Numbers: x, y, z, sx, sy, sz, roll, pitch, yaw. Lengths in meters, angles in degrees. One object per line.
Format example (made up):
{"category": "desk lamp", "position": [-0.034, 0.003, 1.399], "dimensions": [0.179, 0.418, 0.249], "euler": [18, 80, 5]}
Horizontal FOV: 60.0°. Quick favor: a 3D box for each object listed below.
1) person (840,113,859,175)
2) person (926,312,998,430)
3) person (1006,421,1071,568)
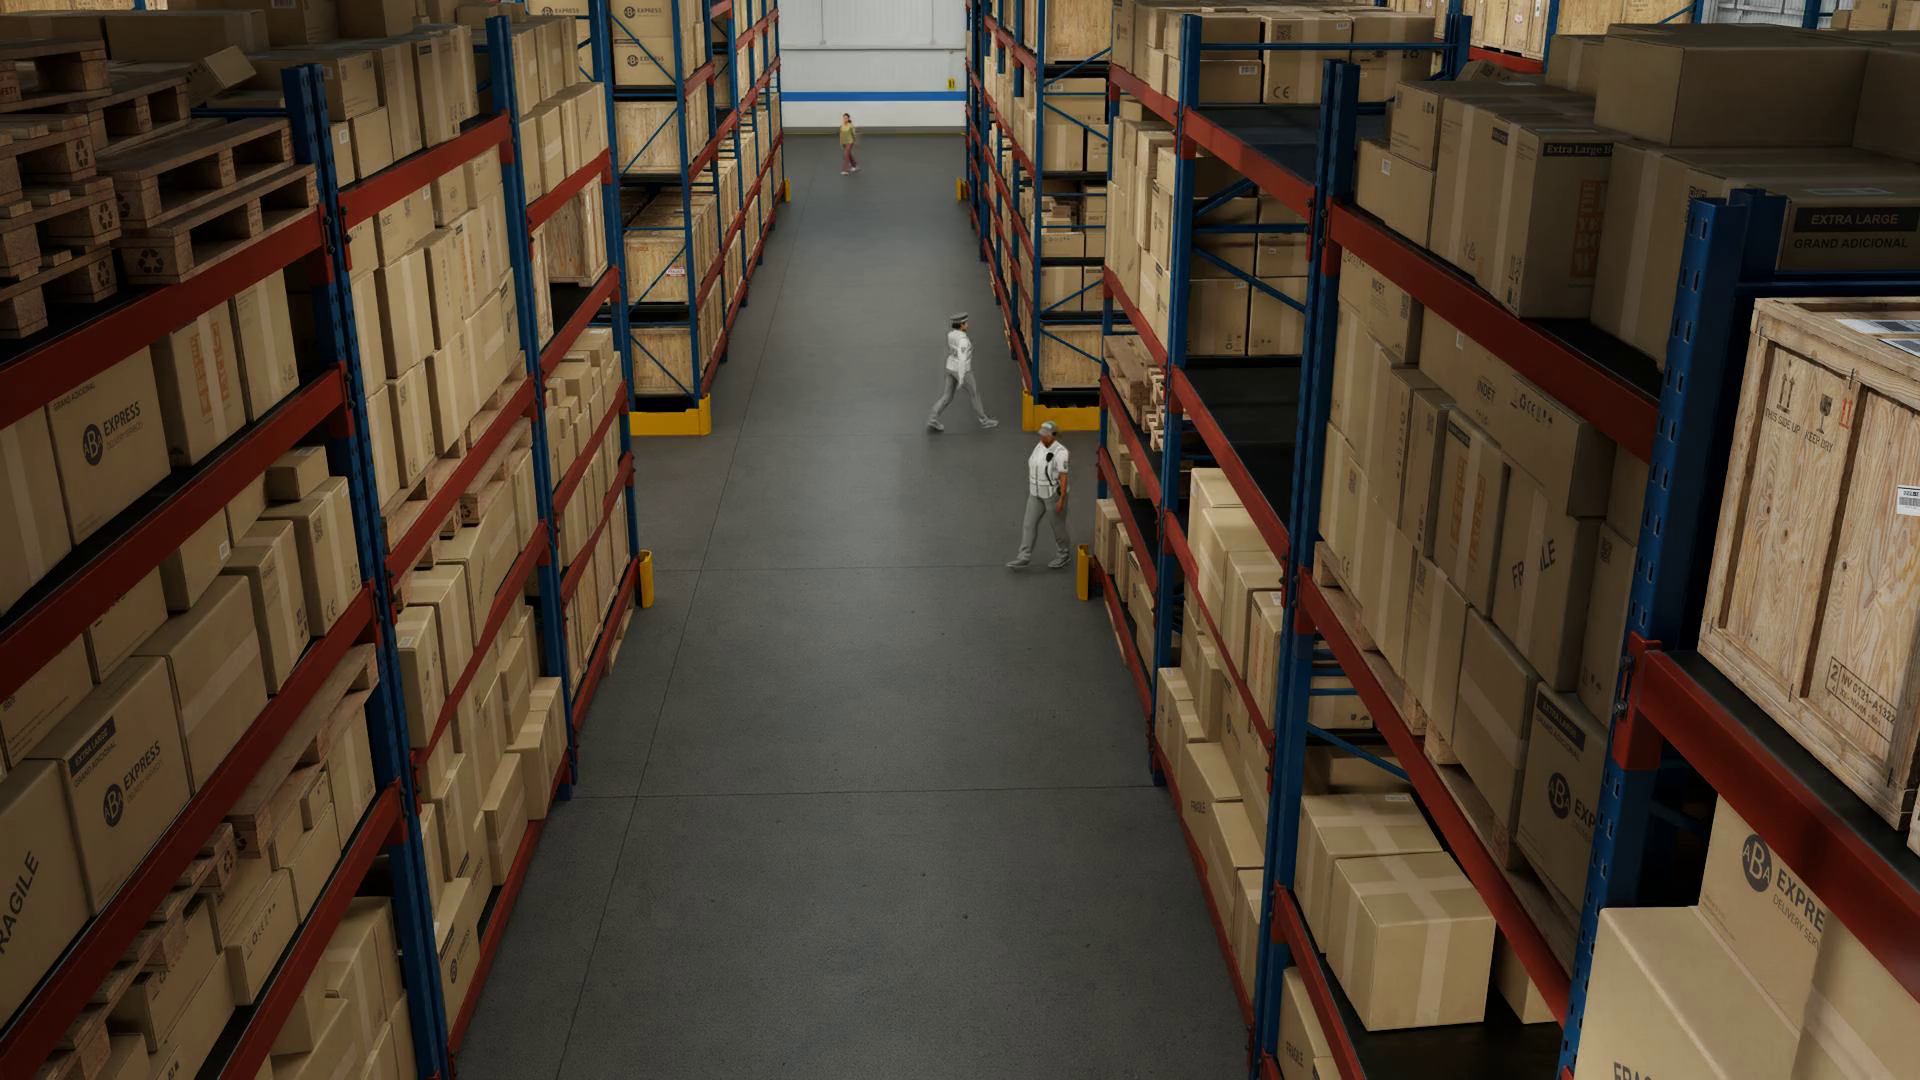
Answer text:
{"category": "person", "position": [-3.103, -11.036, 46.252], "dimensions": [0.443, 1.635, 0.945], "euler": [14, 25, 33]}
{"category": "person", "position": [0.024, -2.319, 22.873], "dimensions": [0.952, 1.631, 0.533], "euler": [-15, 25, -34]}
{"category": "person", "position": [0.890, -0.456, 17.859], "dimensions": [0.768, 1.657, 0.484], "euler": [-19, 28, -41]}
